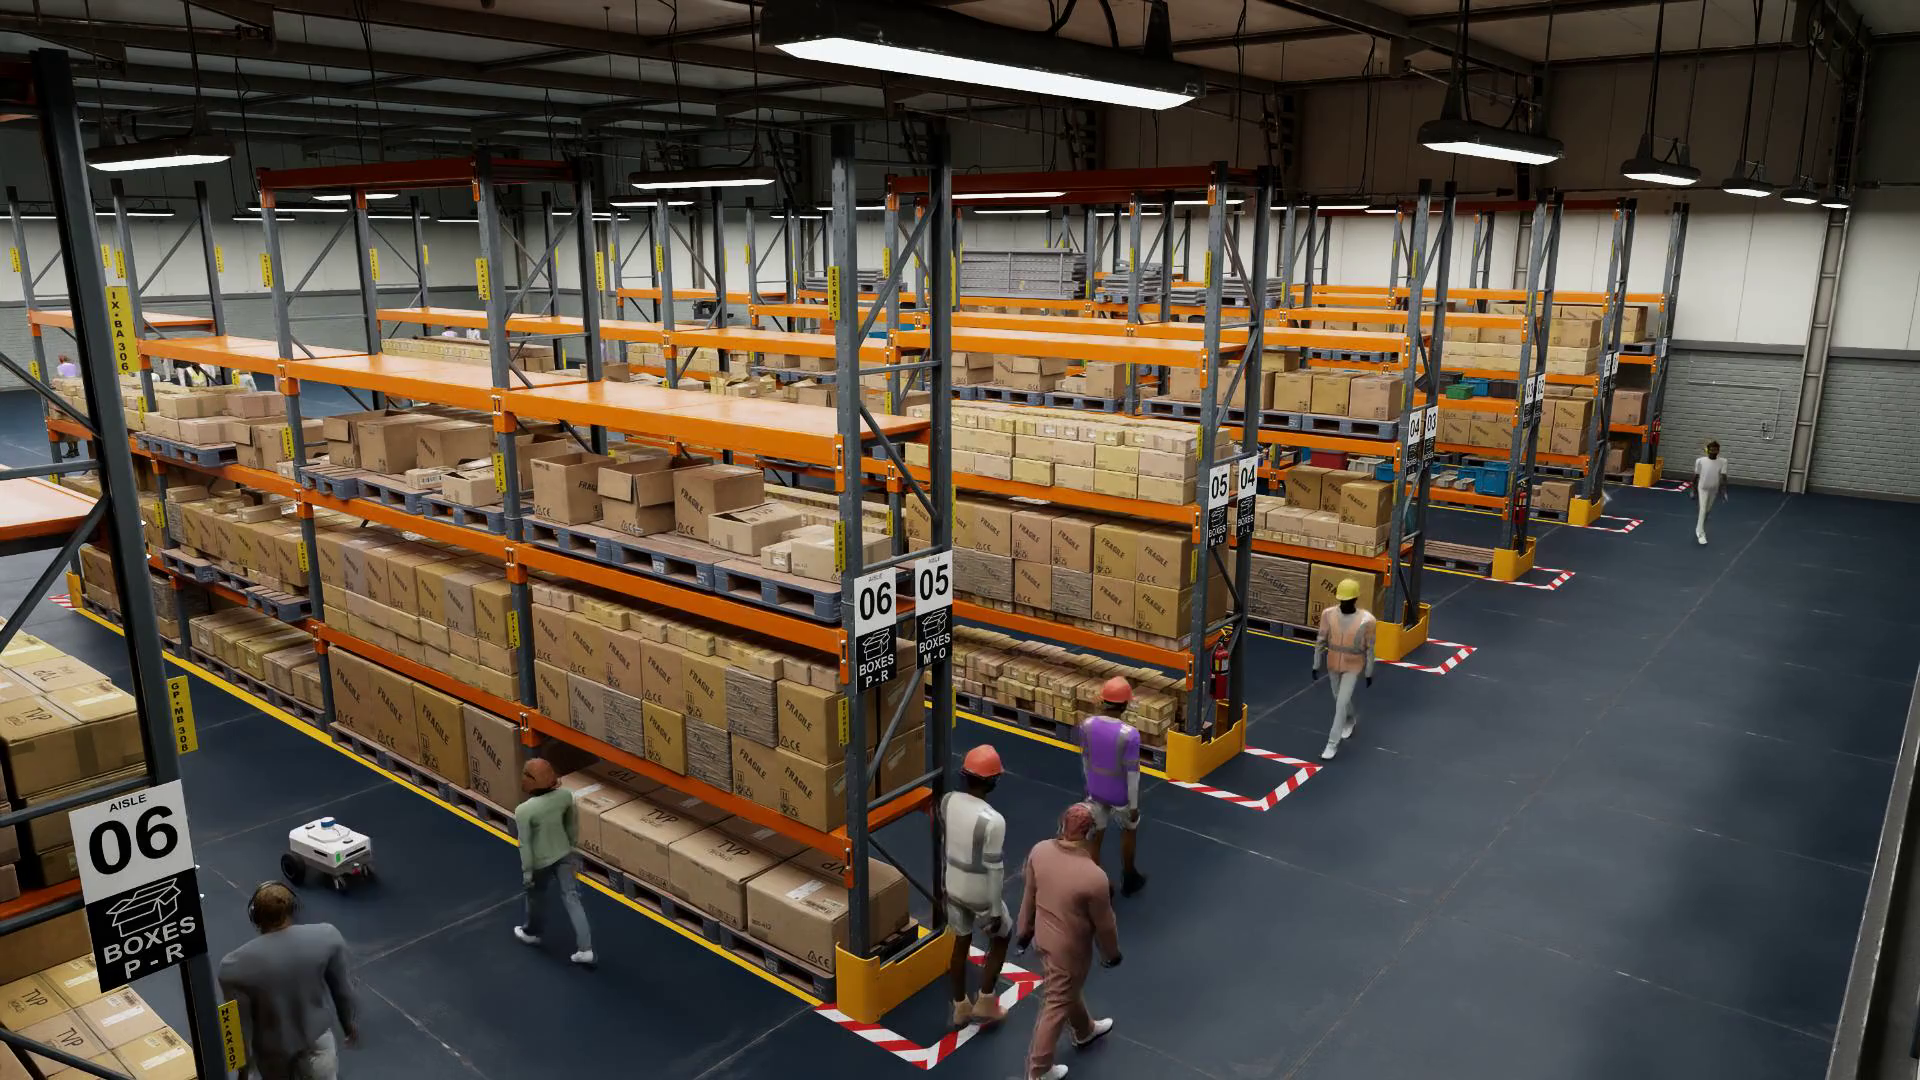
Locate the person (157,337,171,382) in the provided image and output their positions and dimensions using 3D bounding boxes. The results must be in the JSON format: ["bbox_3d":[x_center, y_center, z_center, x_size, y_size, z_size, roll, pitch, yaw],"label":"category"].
[{"bbox_3d":[-29.657,-6.732,46.906,0.308,1.641,0.511,-6,15,-24],"label":"person"}]

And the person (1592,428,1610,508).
[{"bbox_3d":[12.702,-1.391,24.983,0.522,1.613,0.519,-8,16,-29],"label":"person"}]

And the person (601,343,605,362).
[{"bbox_3d":[-12.833,-6.315,44.662,0.487,1.897,0.644,8,16,29],"label":"person"}]

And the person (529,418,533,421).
[{"bbox_3d":[-12.673,-4.169,36.408,0.542,1.621,0.518,10,17,36],"label":"person"}]

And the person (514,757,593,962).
[{"bbox_3d":[-3.094,2.390,9.479,0.877,1.588,0.513,11,17,38],"label":"person"}]

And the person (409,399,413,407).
[{"bbox_3d":[-15.717,-4.394,36.540,0.696,2.000,0.690,0,14,-2],"label":"person"}]

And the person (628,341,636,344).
[{"bbox_3d":[-12.201,-7.046,47.574,0.629,1.940,0.379,1,14,3],"label":"person"}]

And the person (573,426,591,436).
[{"bbox_3d":[-7.821,-1.812,26.279,0.567,1.858,0.646,-8,16,-29],"label":"person"}]

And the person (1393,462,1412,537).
[{"bbox_3d":[7.878,-0.933,22.880,0.886,1.719,0.558,13,18,42],"label":"person"}]

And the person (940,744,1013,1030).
[{"bbox_3d":[0.124,2.378,8.637,0.608,2.018,0.530,13,19,43],"label":"person"}]

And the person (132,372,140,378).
[{"bbox_3d":[-26.952,-5.534,41.346,0.402,1.942,0.604,2,14,10],"label":"person"}]

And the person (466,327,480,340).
[{"bbox_3d":[-19.892,-7.984,51.463,0.565,1.920,0.402,0,14,-1],"label":"person"}]

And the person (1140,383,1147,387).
[{"bbox_3d":[4.615,-3.336,32.197,0.388,1.995,0.621,2,14,8],"label":"person"}]

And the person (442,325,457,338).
[{"bbox_3d":[-20.057,-7.527,49.413,0.614,2.012,0.890,-13,19,-42],"label":"person"}]

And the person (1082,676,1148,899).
[{"bbox_3d":[1.305,2.016,10.340,0.571,1.913,0.780,10,17,36],"label":"person"}]

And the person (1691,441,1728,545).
[{"bbox_3d":[13.350,-0.886,22.477,0.518,1.833,0.942,3,14,13],"label":"person"}]

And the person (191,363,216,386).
[{"bbox_3d":[-23.829,-5.081,39.659,0.704,1.865,0.745,-5,14,-18],"label":"person"}]

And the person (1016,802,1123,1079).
[{"bbox_3d":[0.767,2.582,8.148,0.875,1.862,0.652,-9,16,-32],"label":"person"}]

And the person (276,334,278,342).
[{"bbox_3d":[-25.892,-7.072,48.062,0.340,1.757,0.518,-13,19,-43],"label":"person"}]

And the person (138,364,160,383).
[{"bbox_3d":[-22.710,-4.038,35.433,0.619,1.836,0.430,2,14,7],"label":"person"}]

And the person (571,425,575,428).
[{"bbox_3d":[-7.975,-1.897,26.431,0.390,1.921,0.591,-3,14,-12],"label":"person"}]

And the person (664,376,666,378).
[{"bbox_3d":[-9.795,-5.487,41.166,0.843,1.940,0.612,12,18,42],"label":"person"}]

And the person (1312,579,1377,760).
[{"bbox_3d":[4.087,1.301,13.362,0.603,1.885,0.977,11,17,38],"label":"person"}]

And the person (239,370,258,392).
[{"bbox_3d":[-20.516,-4.211,36.393,0.497,1.714,0.810,3,14,11],"label":"person"}]

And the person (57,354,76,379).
[{"bbox_3d":[-27.058,-4.703,38.150,0.705,1.825,0.562,5,14,18],"label":"person"}]

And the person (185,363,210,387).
[{"bbox_3d":[-22.501,-4.464,37.253,0.622,1.792,0.952,-12,18,-41],"label":"person"}]

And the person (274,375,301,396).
[{"bbox_3d":[-19.392,-4.296,36.360,0.669,1.886,0.695,-8,16,-31],"label":"person"}]

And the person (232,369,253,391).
[{"bbox_3d":[-21.716,-4.619,38.127,0.545,1.681,0.401,-6,15,-23],"label":"person"}]

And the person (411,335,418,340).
[{"bbox_3d":[-19.627,-6.489,45.534,0.544,1.818,0.971,-7,15,-26],"label":"person"}]

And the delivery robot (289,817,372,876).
[{"bbox_3d":[-5.349,2.594,10.697,0.707,0.478,0.477,8,16,29],"label":"delivery robot"}]

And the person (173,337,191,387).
[{"bbox_3d":[-26.277,-5.841,42.518,0.392,1.986,0.610,6,15,23],"label":"person"}]

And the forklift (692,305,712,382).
[{"bbox_3d":[-9.511,-7.392,47.124,1.873,2.768,1.129,11,17,38],"label":"forklift"}]

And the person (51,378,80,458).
[{"bbox_3d":[-21.996,-2.999,30.927,0.354,1.939,0.544,-2,14,-9],"label":"person"}]

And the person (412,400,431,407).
[{"bbox_3d":[-13.030,-2.920,30.757,0.572,1.868,0.421,-4,14,-16],"label":"person"}]

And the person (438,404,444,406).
[{"bbox_3d":[-14.275,-3.785,34.088,0.620,1.969,0.572,-6,15,-23],"label":"person"}]

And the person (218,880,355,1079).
[{"bbox_3d":[-3.728,2.820,7.078,0.643,1.909,0.957,-10,17,-36],"label":"person"}]
